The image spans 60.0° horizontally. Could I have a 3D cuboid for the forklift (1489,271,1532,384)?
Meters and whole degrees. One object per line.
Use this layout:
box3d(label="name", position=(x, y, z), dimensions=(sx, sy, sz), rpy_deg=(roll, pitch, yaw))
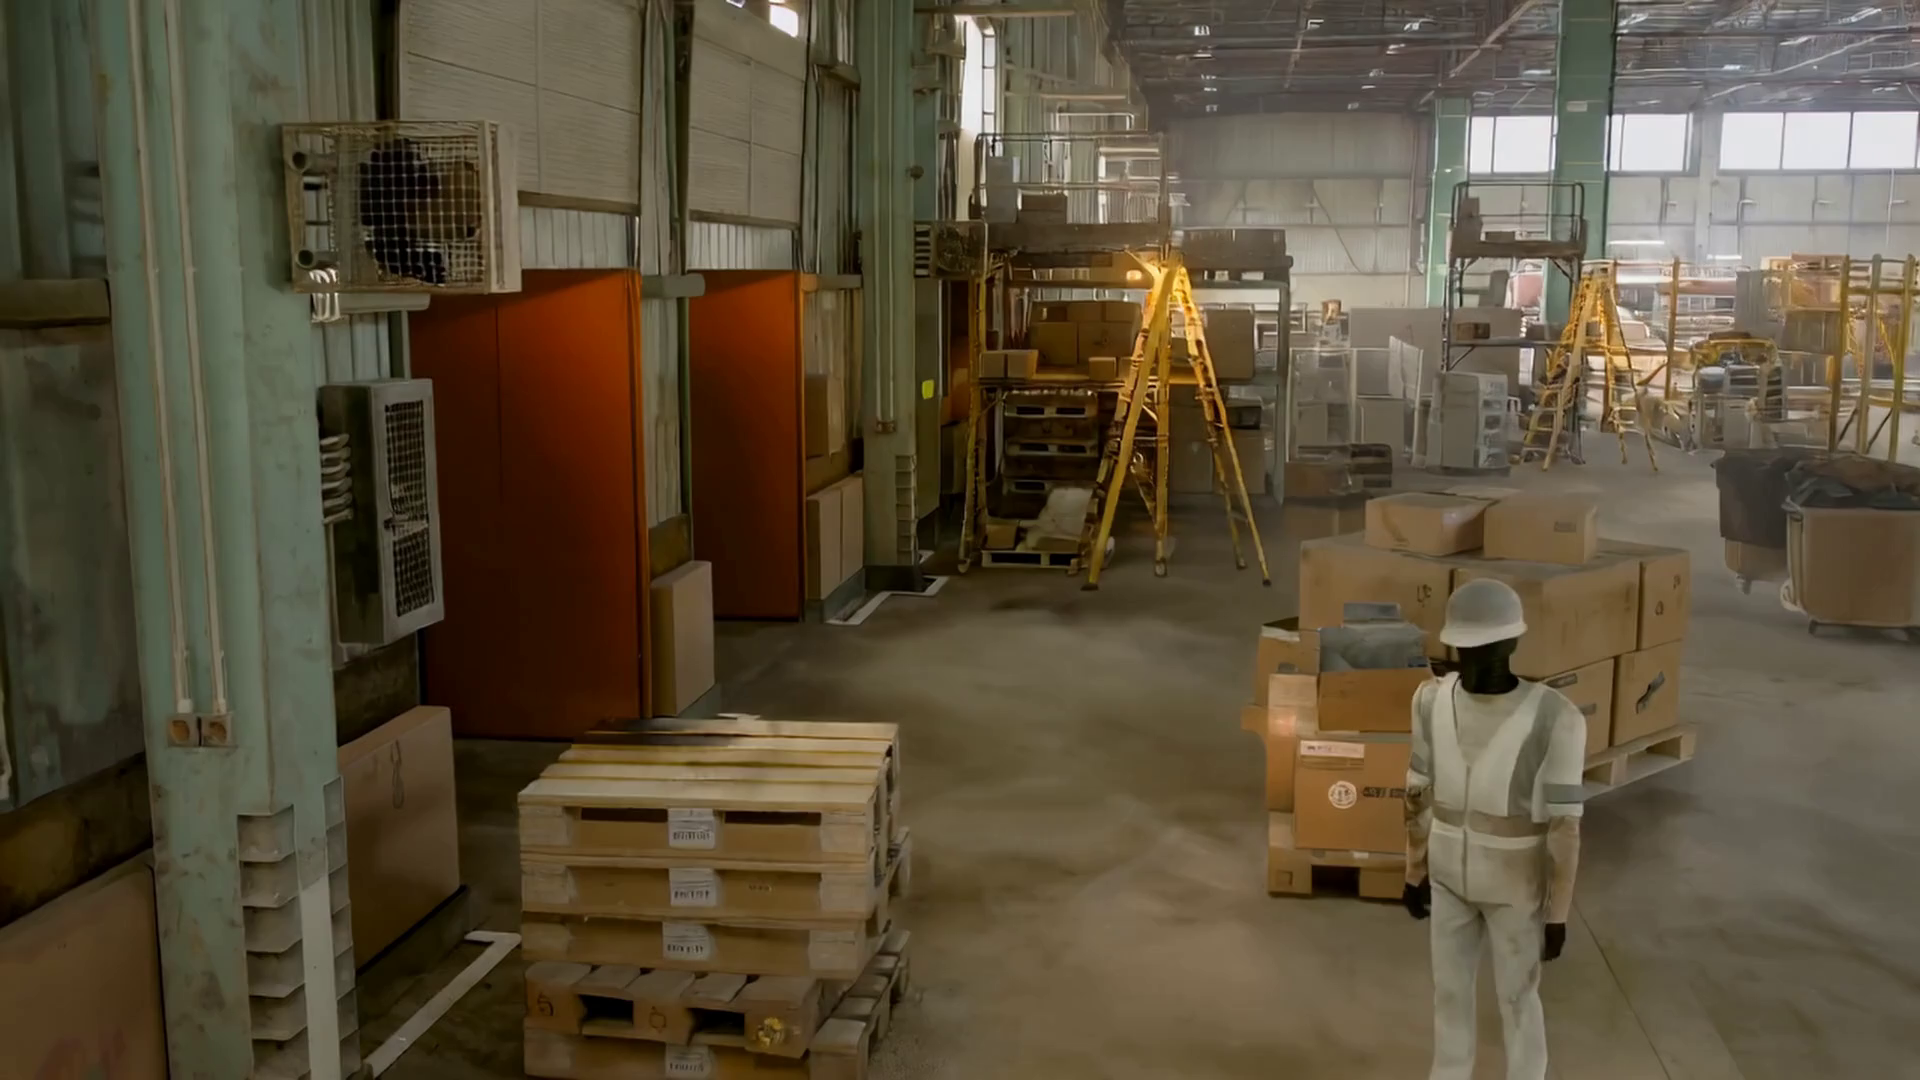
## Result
box3d(label="forklift", position=(13.423, -5.322, 41.592), dimensions=(1.873, 2.768, 1.129), rpy_deg=(1, 9, 9))

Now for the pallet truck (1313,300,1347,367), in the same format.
box3d(label="pallet truck", position=(11.159, -6.200, 49.718), dimensions=(0.823, 1.965, 1.885), rpy_deg=(4, 10, 26))

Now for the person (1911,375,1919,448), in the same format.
box3d(label="person", position=(15.602, -2.338, 26.719), dimensions=(0.485, 1.738, 0.322), rpy_deg=(-4, 10, -22))

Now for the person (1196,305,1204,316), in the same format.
box3d(label="person", position=(6.372, -5.335, 44.605), dimensions=(0.544, 1.929, 0.386), rpy_deg=(-7, 11, -36))

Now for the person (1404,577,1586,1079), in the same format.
box3d(label="person", position=(1.632, 1.059, 5.204), dimensions=(0.398, 1.918, 0.586), rpy_deg=(-9, 13, -43))

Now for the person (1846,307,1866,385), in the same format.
box3d(label="person", position=(22.445, -4.850, 41.607), dimensions=(0.569, 1.924, 0.496), rpy_deg=(0, 9, -2))

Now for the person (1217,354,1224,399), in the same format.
box3d(label="person", position=(5.513, -3.617, 34.920), dimensions=(0.314, 1.634, 0.515), rpy_deg=(-3, 10, -18))

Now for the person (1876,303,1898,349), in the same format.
box3d(label="person", position=(26.343, -5.779, 47.356), dimensions=(0.565, 1.924, 0.644), rpy_deg=(-4, 10, -22))

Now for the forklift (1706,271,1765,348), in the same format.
box3d(label="forklift", position=(22.661, -6.355, 47.963), dimensions=(1.873, 2.768, 1.129), rpy_deg=(-2, 9, -10))
